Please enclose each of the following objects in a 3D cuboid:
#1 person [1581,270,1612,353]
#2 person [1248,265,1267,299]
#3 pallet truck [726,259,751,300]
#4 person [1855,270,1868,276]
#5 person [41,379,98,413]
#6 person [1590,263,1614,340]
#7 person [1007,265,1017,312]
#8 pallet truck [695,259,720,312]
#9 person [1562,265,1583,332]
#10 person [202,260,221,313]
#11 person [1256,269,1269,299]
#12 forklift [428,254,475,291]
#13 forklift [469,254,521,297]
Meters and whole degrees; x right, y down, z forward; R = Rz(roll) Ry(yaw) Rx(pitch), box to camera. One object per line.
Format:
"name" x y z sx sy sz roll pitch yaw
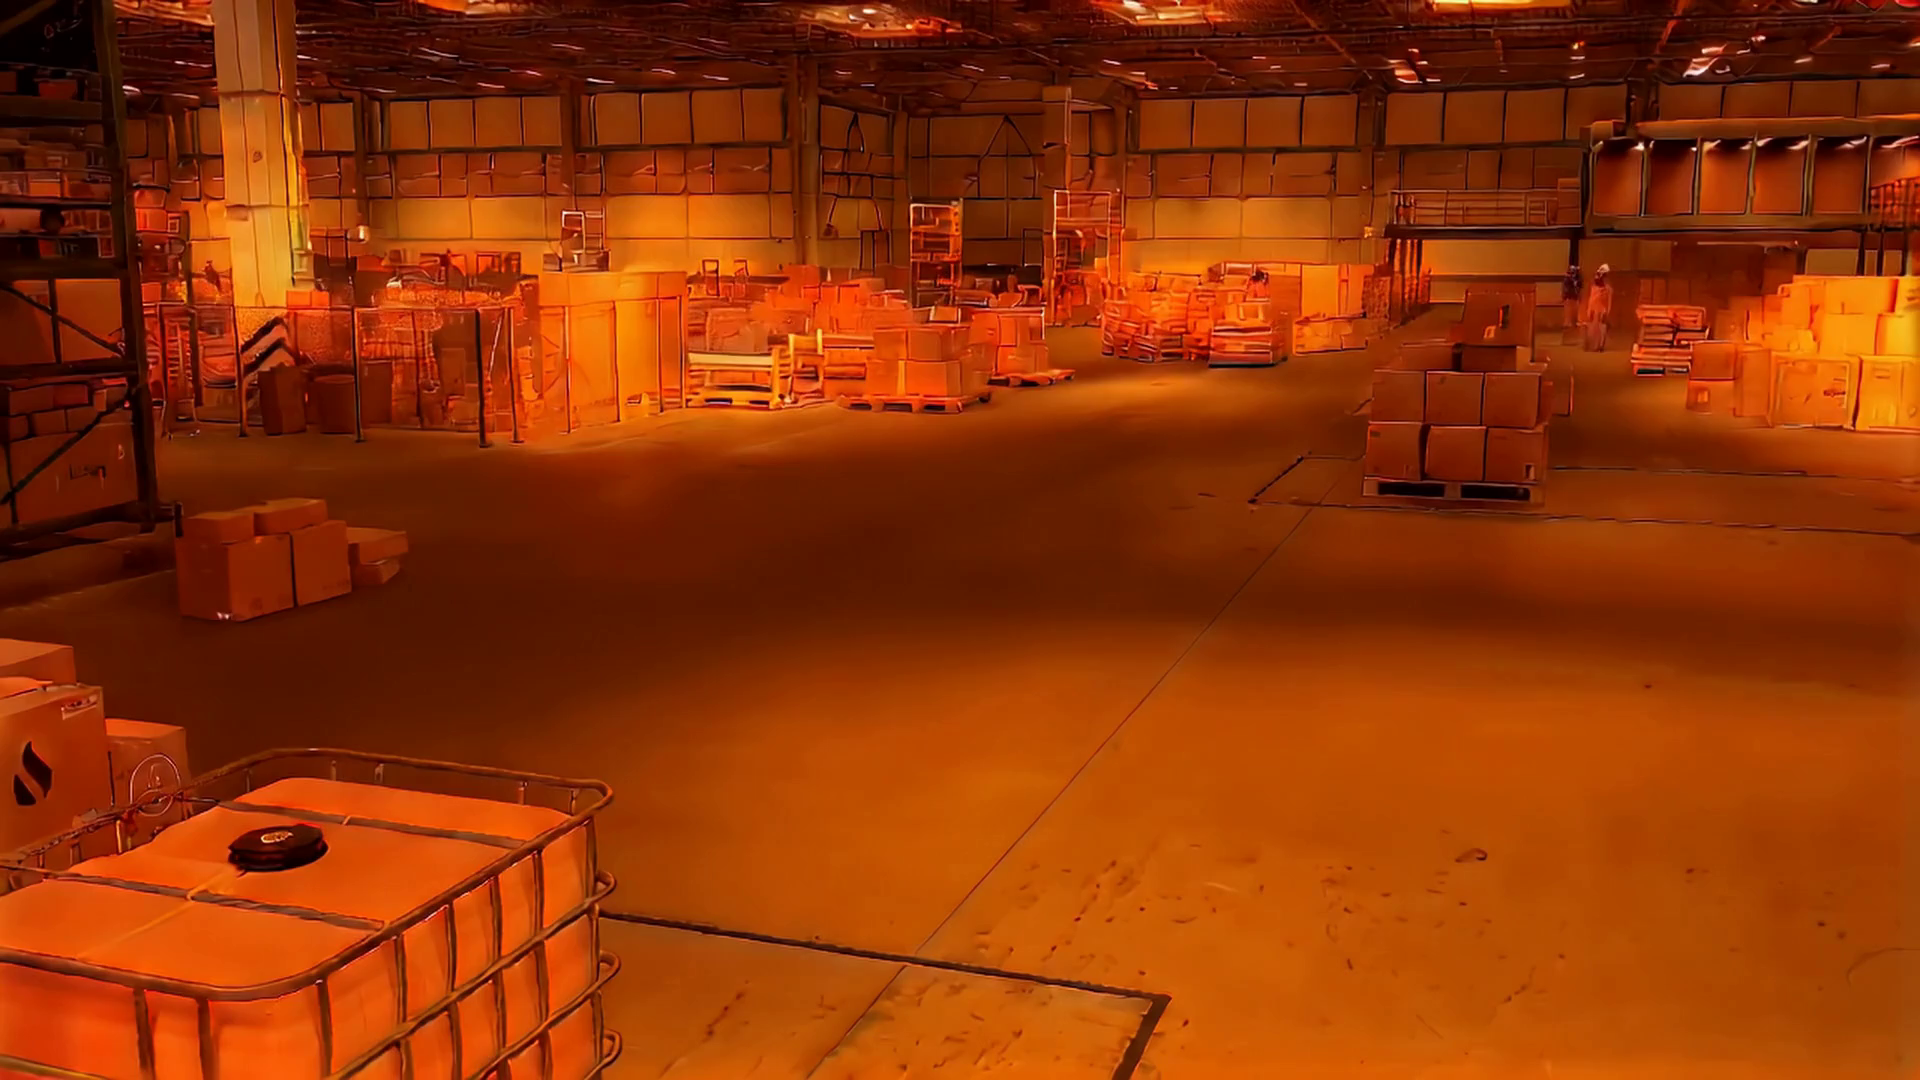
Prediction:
"person" 14.781 -5.295 38.614 0.798 1.906 0.583 -7 12 -36
"person" 9.572 -7.921 53.523 0.591 1.872 0.576 4 11 20
"pallet truck" -7.986 -9.493 62.019 0.823 1.965 1.885 3 11 17
"person" 16.509 -3.941 30.624 0.615 2.043 0.373 2 10 12
"person" -9.569 -1.489 17.878 0.551 1.648 0.877 -6 11 -28
"person" 17.071 -6.337 44.126 0.539 2.000 0.689 -2 10 -12
"person" 1.670 -7.731 52.478 0.329 1.865 0.516 -4 11 -22
"pallet truck" -9.165 -9.627 62.776 0.823 1.965 1.885 4 11 23
"person" 17.662 -6.955 47.985 0.588 1.912 0.417 1 10 6
"person" -27.692 -9.385 61.542 0.623 1.958 0.973 -8 13 -38
"person" 9.257 -7.394 50.881 0.348 1.756 0.518 -2 10 -9
"forklift" -20.133 -10.254 65.465 1.157 1.987 2.680 3 11 19
"forklift" -17.990 -10.121 64.684 1.157 1.987 2.680 3 11 17
